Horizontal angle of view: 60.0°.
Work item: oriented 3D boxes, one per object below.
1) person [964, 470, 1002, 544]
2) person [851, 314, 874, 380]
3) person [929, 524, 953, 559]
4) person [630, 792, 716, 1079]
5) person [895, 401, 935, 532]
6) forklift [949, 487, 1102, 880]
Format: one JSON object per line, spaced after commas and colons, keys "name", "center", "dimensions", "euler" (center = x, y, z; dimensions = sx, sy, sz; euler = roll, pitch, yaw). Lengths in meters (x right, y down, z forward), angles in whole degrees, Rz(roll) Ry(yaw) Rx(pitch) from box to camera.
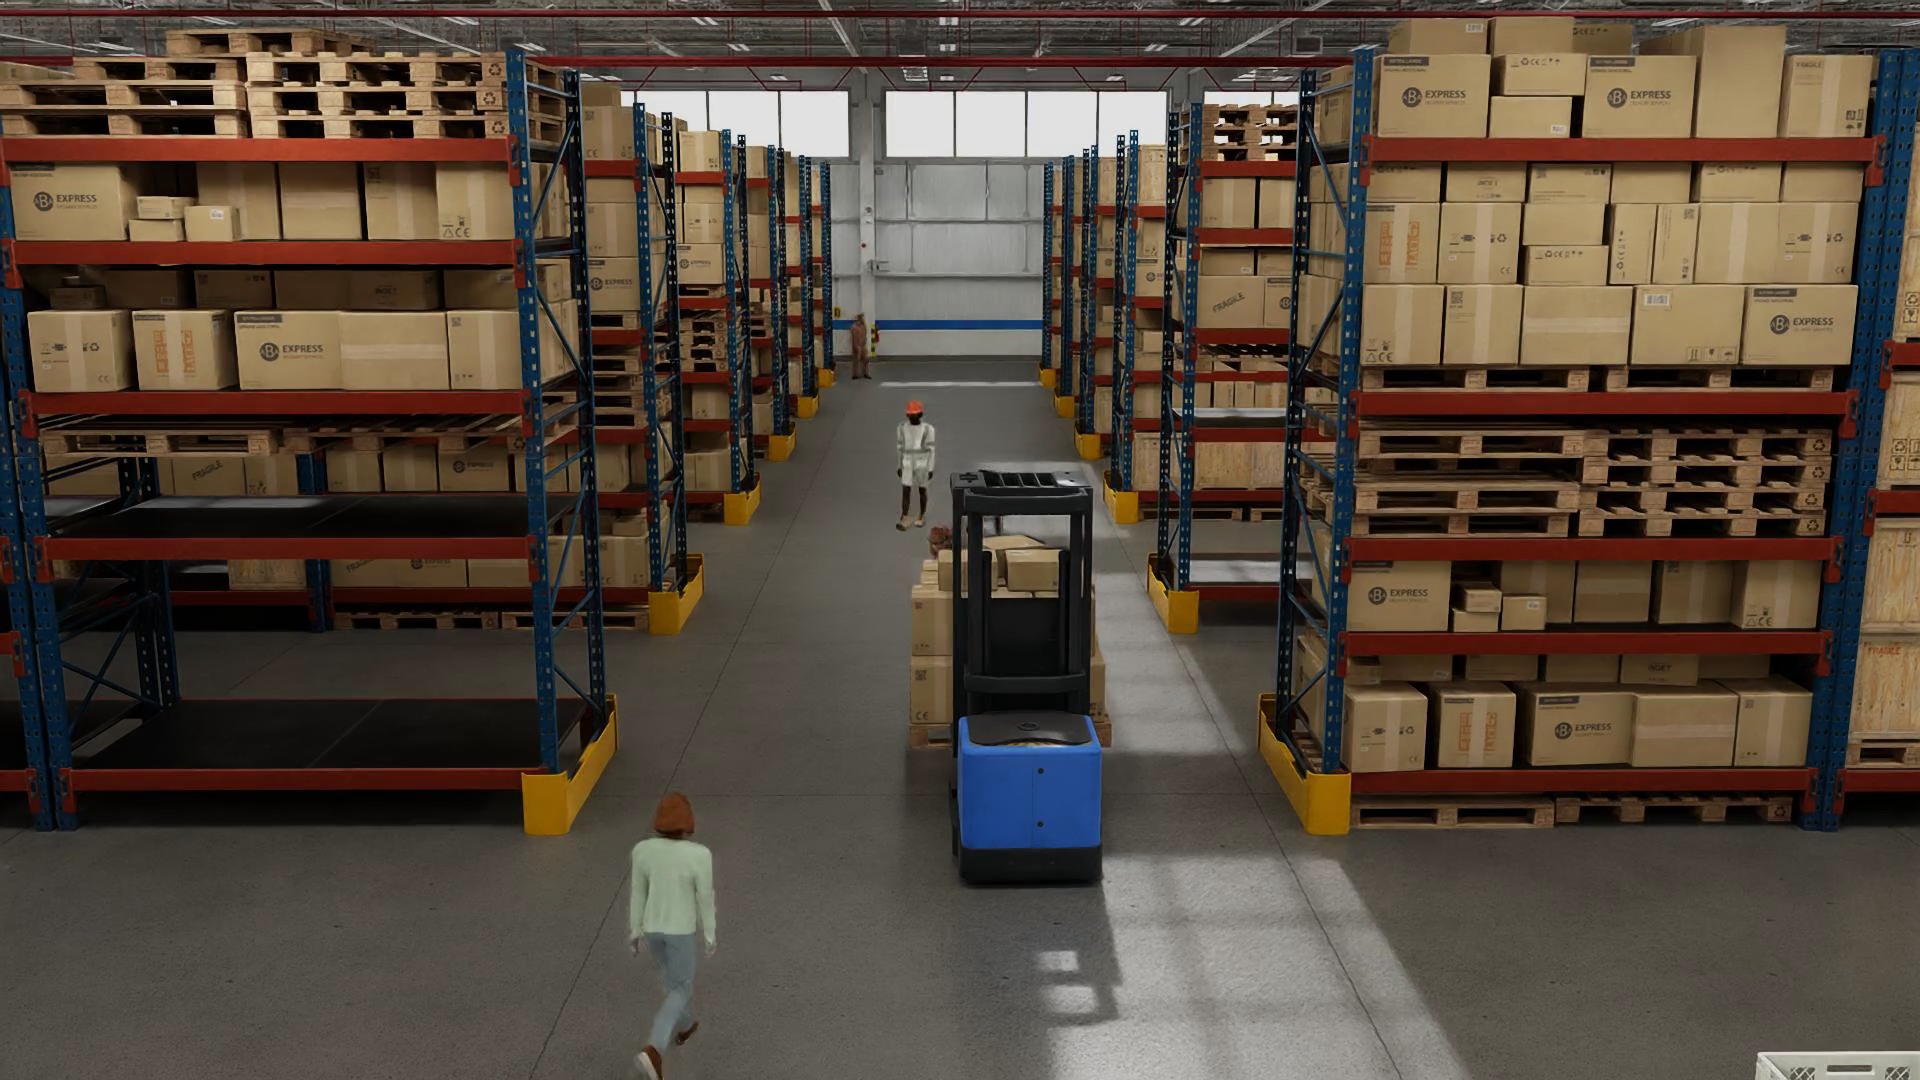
{"name": "person", "center": [0.243, -0.049, 20.915], "dimensions": [0.634, 1.671, 0.563], "euler": [-8, 14, -36]}
{"name": "person", "center": [-2.795, -5.505, 47.496], "dimensions": [0.743, 1.879, 0.647], "euler": [9, 14, 37]}
{"name": "person", "center": [-0.096, 0.752, 16.495], "dimensions": [0.742, 1.869, 0.646], "euler": [0, 11, 0]}
{"name": "person", "center": [-1.697, 2.283, 9.606], "dimensions": [0.520, 1.589, 0.813], "euler": [3, 12, 16]}
{"name": "person", "center": [-0.706, -1.121, 25.456], "dimensions": [0.638, 1.991, 1.016], "euler": [3, 12, 16]}
{"name": "forklift", "center": [0.495, 0.986, 12.813], "dimensions": [1.129, 2.768, 1.873], "euler": [0, 11, -2]}
